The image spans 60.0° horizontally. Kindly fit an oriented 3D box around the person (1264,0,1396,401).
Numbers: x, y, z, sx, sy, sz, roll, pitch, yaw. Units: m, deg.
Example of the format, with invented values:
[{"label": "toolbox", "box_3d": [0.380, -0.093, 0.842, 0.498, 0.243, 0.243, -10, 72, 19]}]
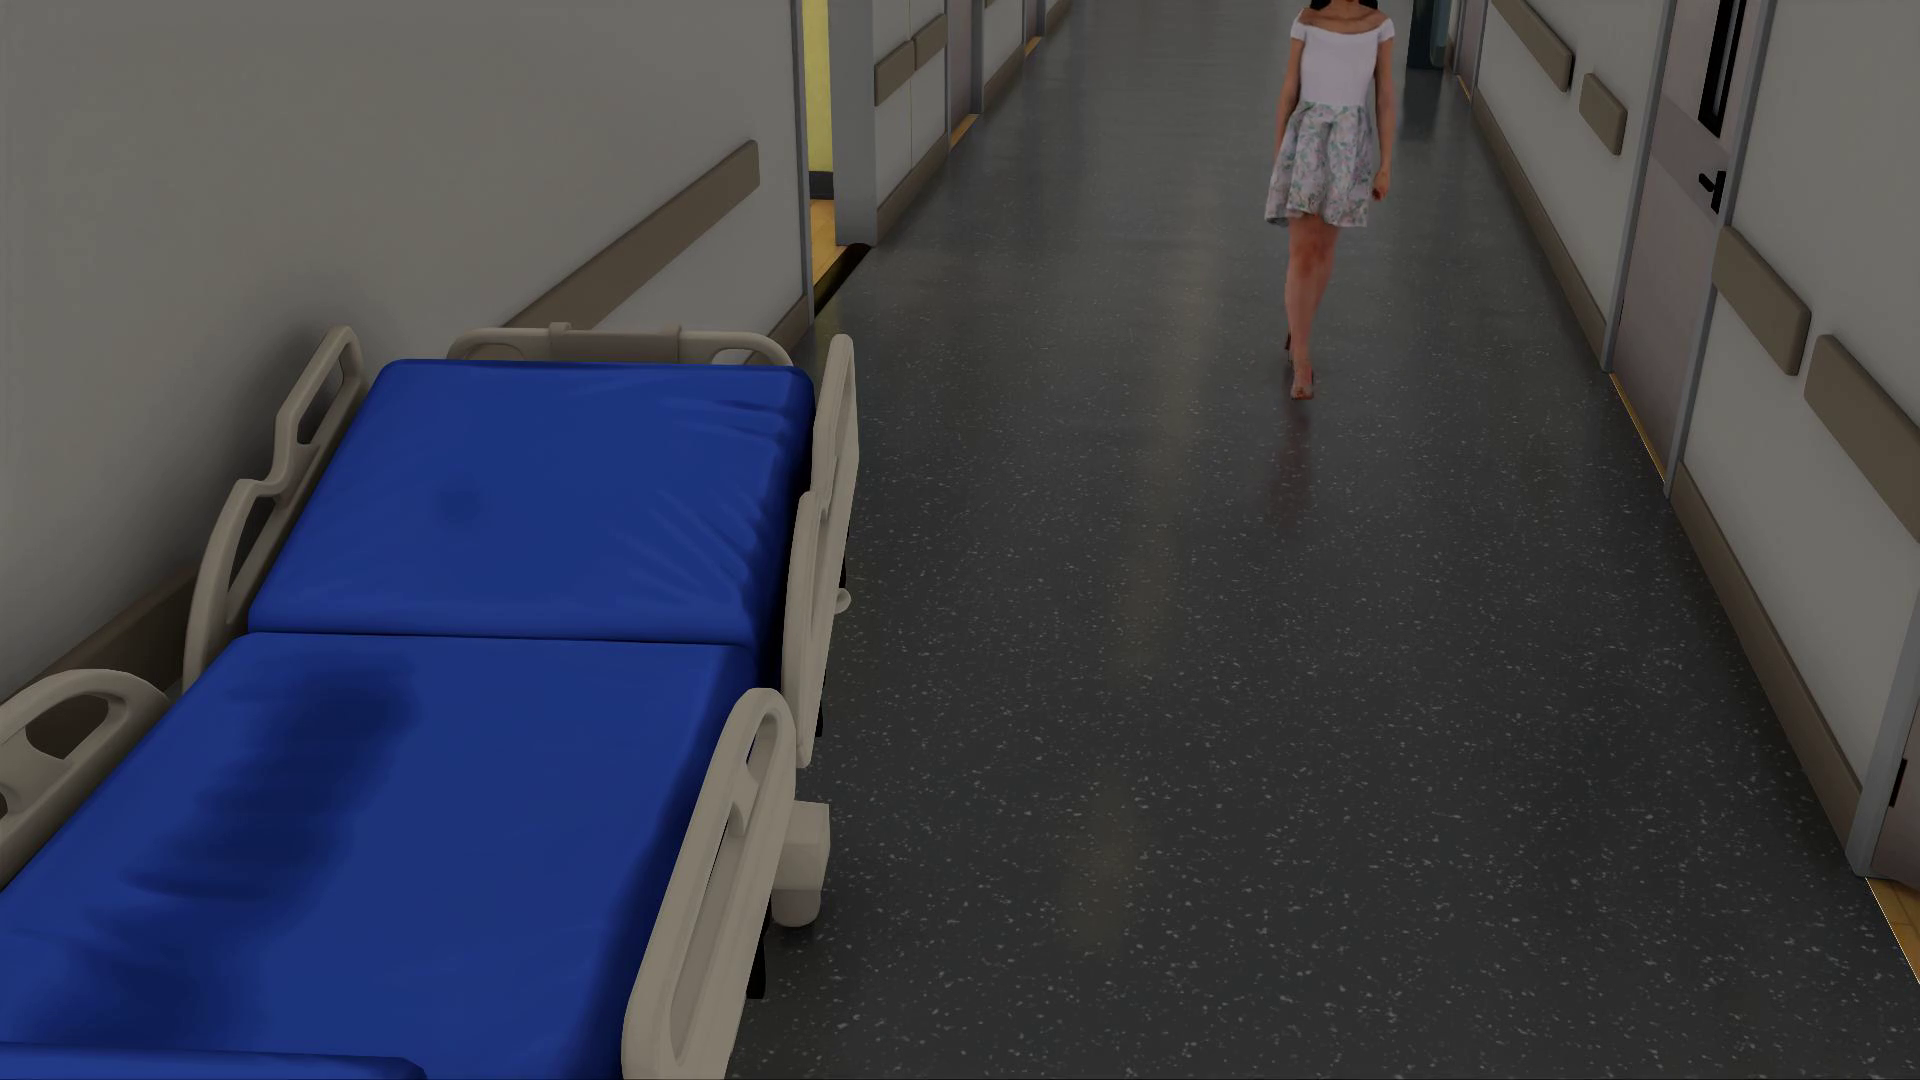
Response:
[{"label": "person", "box_3d": [1.446, -1.488, 6.638, 0.947, 1.745, 0.732, 2, 26, 5]}]
